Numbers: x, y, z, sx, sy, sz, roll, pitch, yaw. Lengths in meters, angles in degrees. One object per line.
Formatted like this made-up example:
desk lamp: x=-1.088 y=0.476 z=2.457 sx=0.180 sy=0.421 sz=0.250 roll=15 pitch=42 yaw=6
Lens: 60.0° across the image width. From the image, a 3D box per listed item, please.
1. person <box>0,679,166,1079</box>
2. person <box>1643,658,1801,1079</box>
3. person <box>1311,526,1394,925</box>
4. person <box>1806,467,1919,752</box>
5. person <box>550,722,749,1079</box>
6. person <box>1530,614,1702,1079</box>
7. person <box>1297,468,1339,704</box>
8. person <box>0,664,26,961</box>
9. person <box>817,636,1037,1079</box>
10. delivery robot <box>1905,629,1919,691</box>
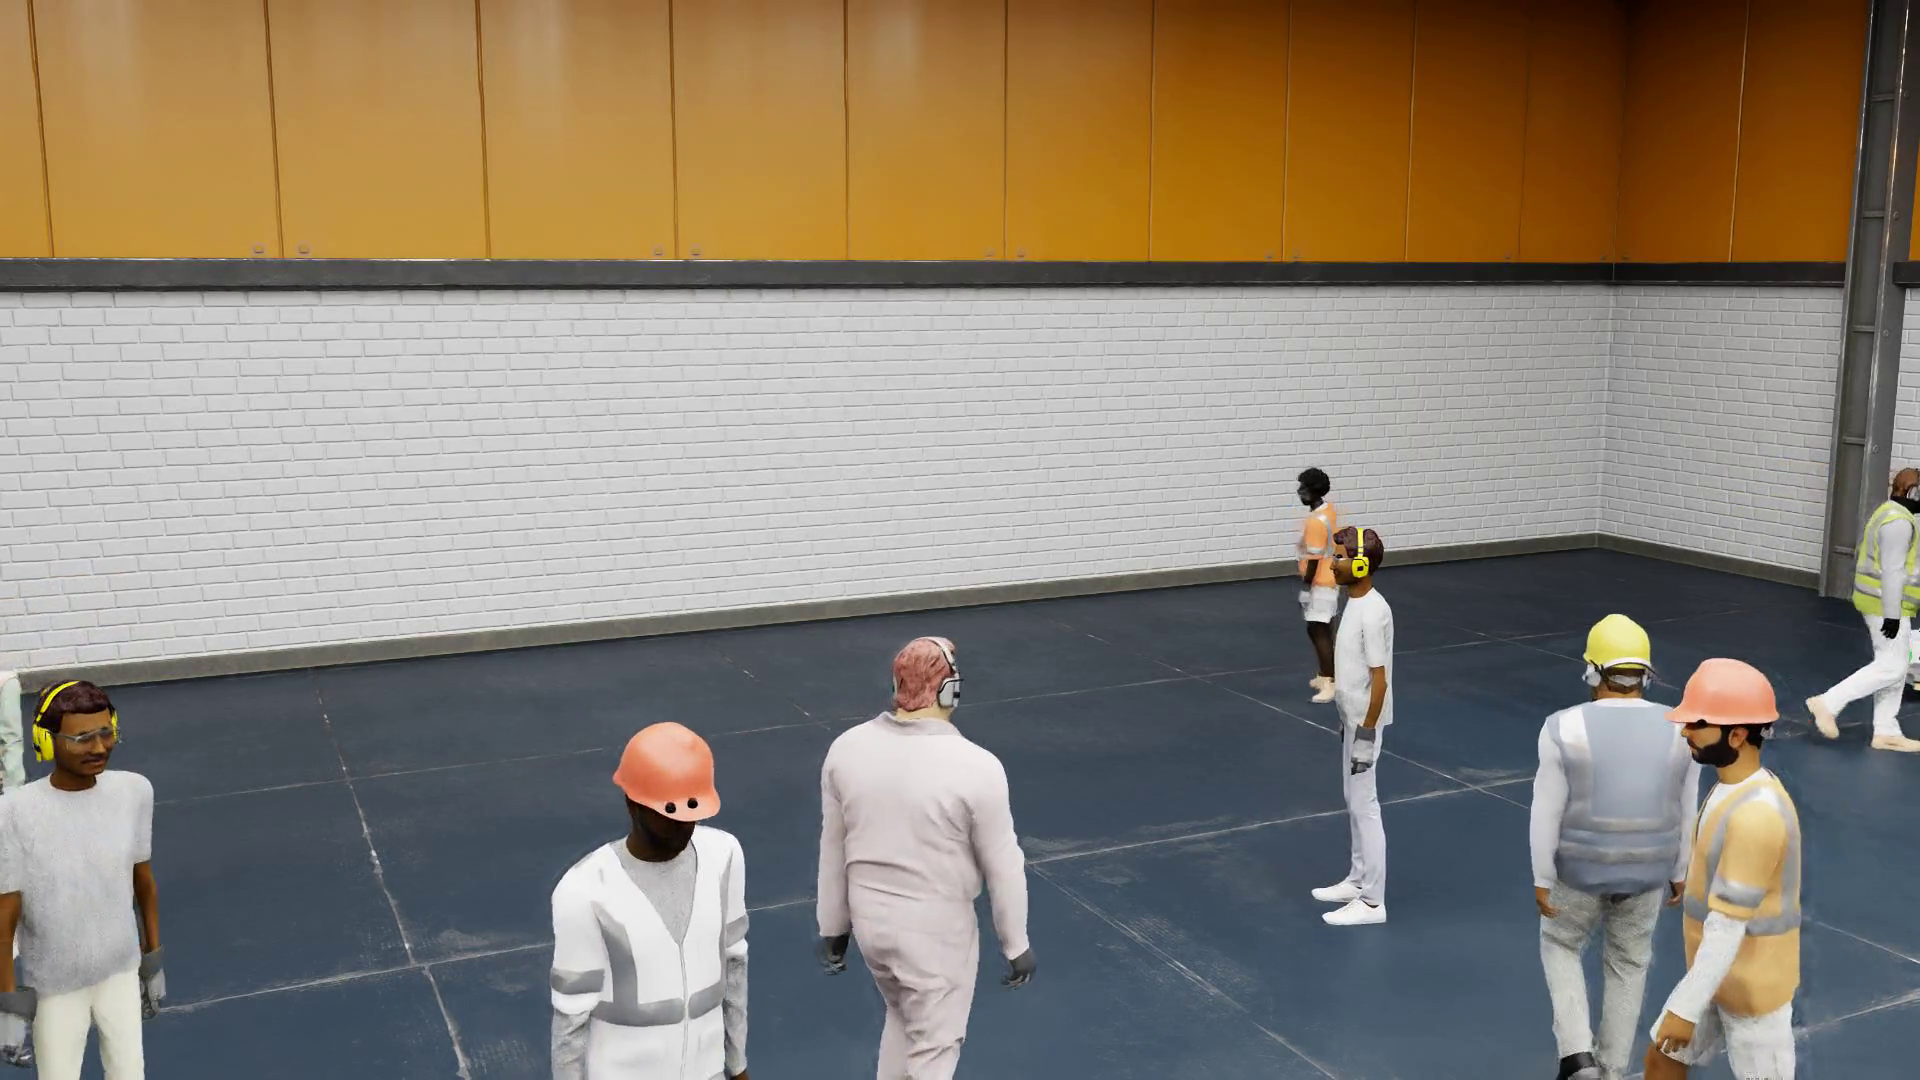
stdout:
person: x=-2.673 y=1.312 z=5.012 sx=0.653 sy=1.852 sz=0.535 roll=7 pitch=12 yaw=37
person: x=2.199 y=1.291 z=4.990 sx=0.952 sy=1.889 sz=0.562 roll=2 pitch=9 yaw=14
person: x=1.847 y=0.862 z=7.750 sx=0.323 sy=1.870 sz=0.518 roll=1 pitch=9 yaw=6
person: x=5.825 y=0.439 z=10.578 sx=0.599 sy=1.808 sz=0.698 roll=4 pitch=10 yaw=24
person: x=-0.806 y=1.384 z=4.359 sx=0.569 sy=1.916 sz=0.526 roll=-7 pitch=12 yaw=-38
person: x=2.353 y=1.171 z=6.013 sx=0.599 sy=1.816 sz=0.426 roll=1 pitch=9 yaw=6
person: x=2.559 y=0.306 z=11.836 sx=0.324 sy=1.671 sz=0.613 roll=3 pitch=10 yaw=20
person: x=-4.254 y=1.083 z=7.113 sx=0.546 sy=1.618 sz=0.526 roll=1 pitch=9 yaw=9
person: x=-0.109 y=1.246 z=5.333 sx=0.673 sy=1.885 sz=0.593 roll=6 pitch=11 yaw=34
delivery robot: x=6.917 y=0.809 z=11.855 sx=0.477 sy=0.478 sz=0.707 roll=5 pitch=10 yaw=26
